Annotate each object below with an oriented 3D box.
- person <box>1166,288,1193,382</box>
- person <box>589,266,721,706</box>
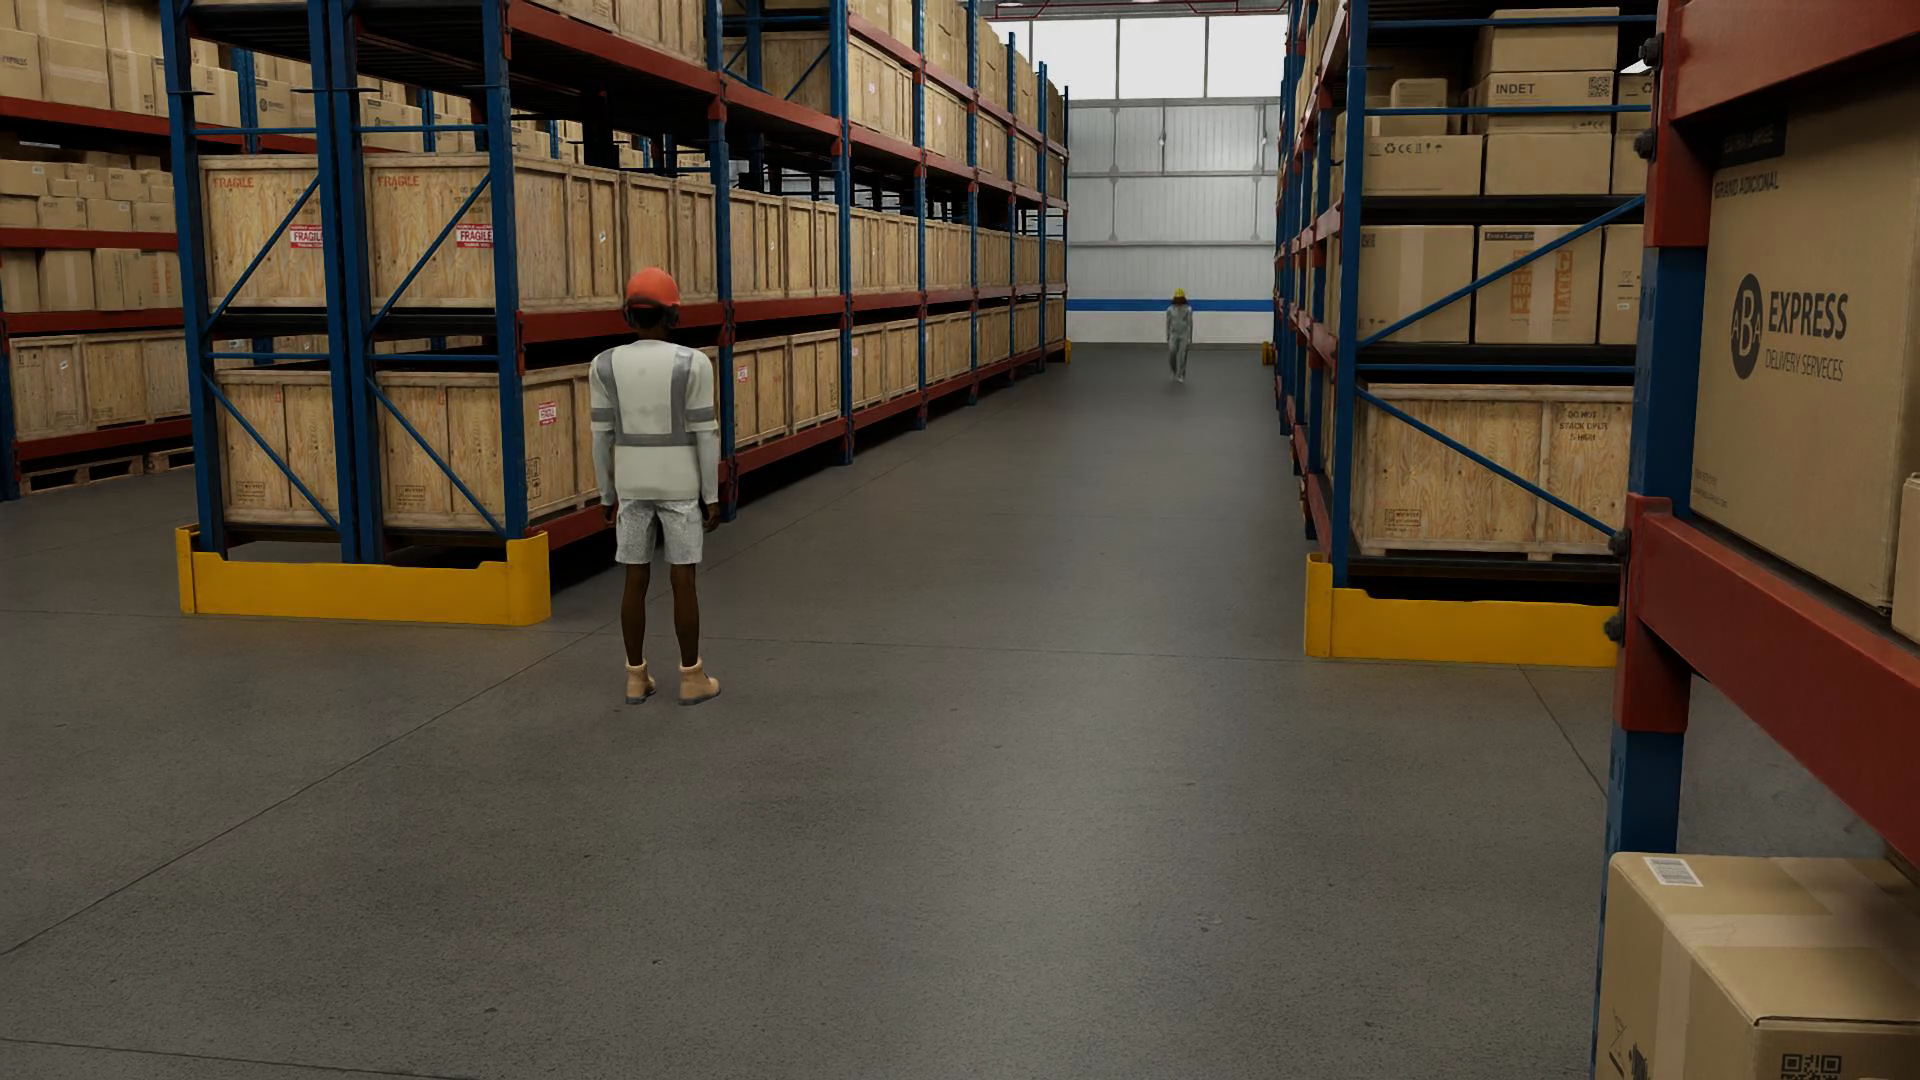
[{"bbox_3d":[4.036,-3.763,30.606,0.498,1.726,0.466,2,9,13],"label":"person"},{"bbox_3d":[-1.405,-0.241,7.758,0.605,2.048,0.365,1,9,9],"label":"person"}]
